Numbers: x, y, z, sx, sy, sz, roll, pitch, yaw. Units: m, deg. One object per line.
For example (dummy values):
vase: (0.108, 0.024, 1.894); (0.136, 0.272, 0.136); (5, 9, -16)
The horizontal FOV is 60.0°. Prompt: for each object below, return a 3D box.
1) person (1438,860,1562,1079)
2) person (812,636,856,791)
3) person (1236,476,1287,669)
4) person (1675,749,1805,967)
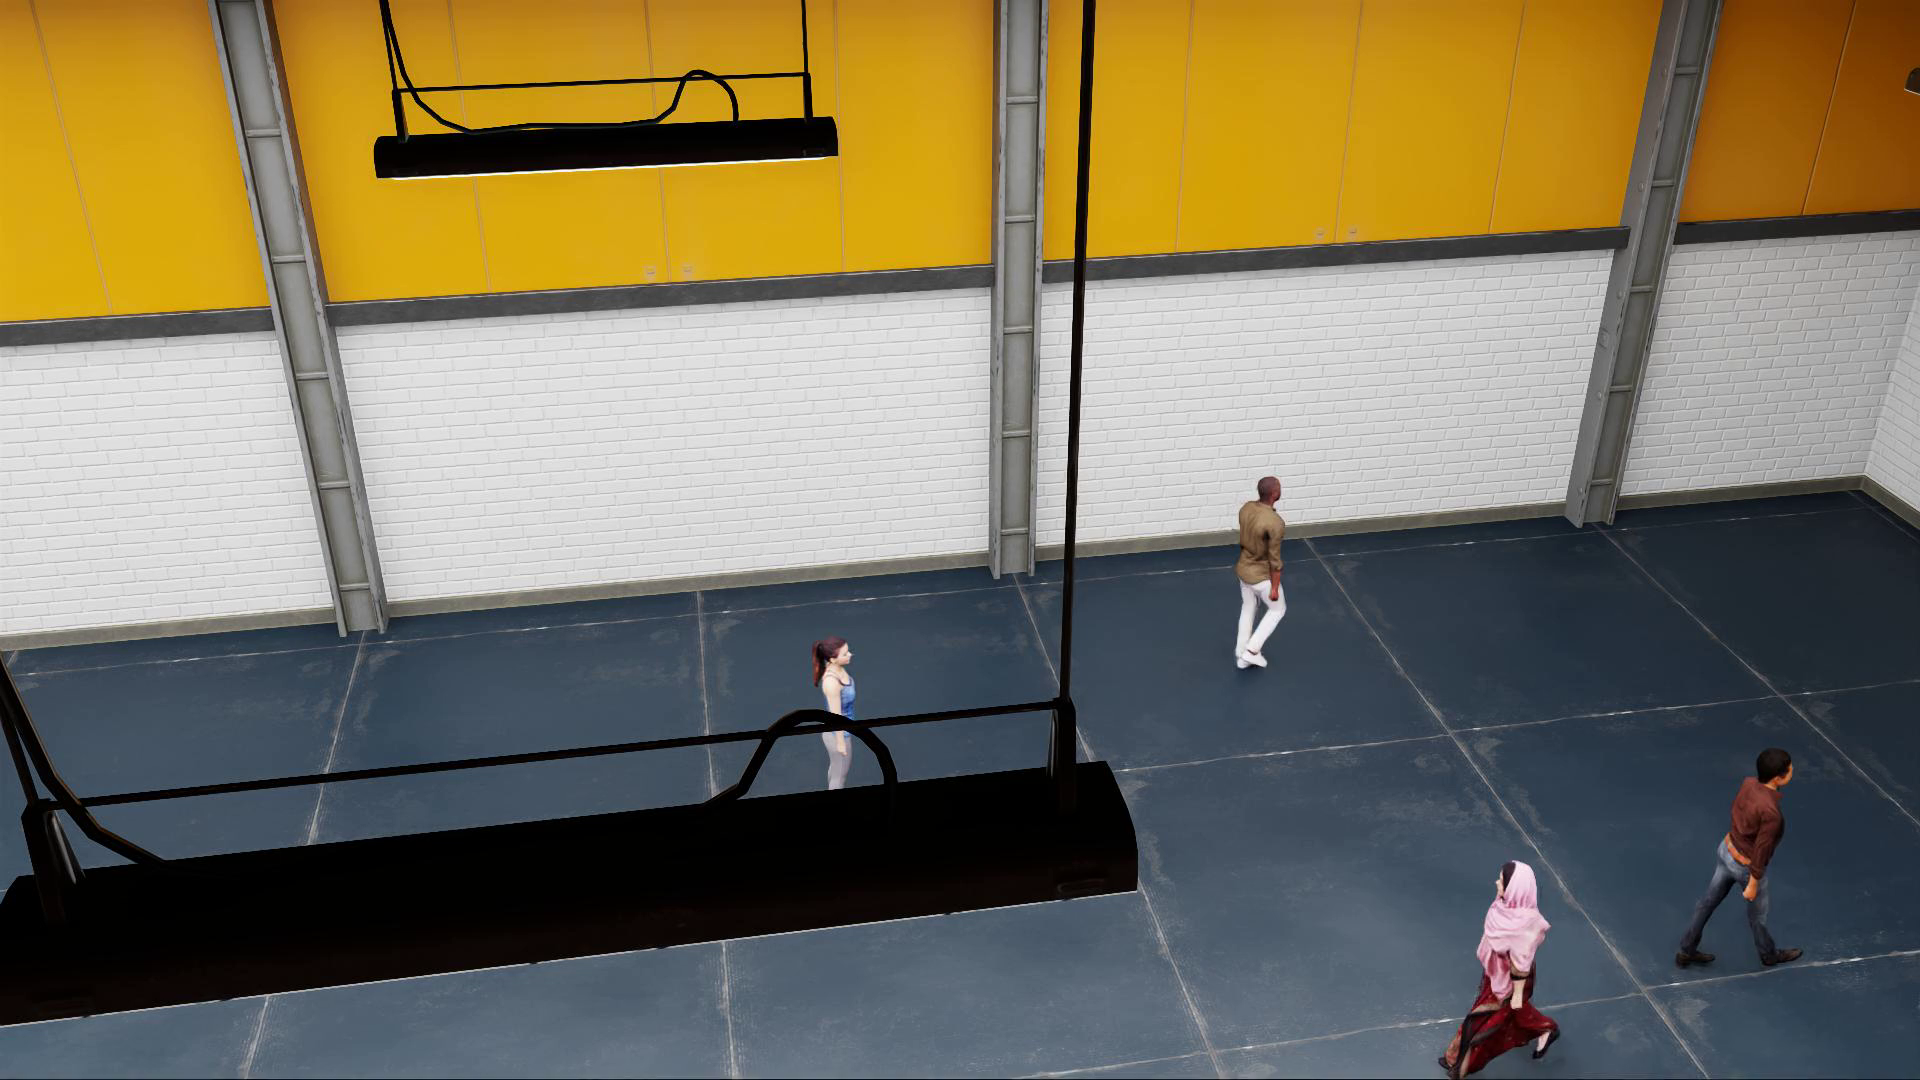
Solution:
person: (3.400, 2.617, 10.078); (1.035, 1.611, 0.767); (0, 29, 0)
person: (-0.897, 1.407, 12.297); (0.576, 1.610, 0.584); (-1, 29, -2)
person: (2.471, 0.317, 14.081); (0.773, 1.815, 0.833); (-14, 32, -24)
person: (5.022, 2.112, 10.860); (1.059, 1.750, 0.770); (-1, 29, -2)
